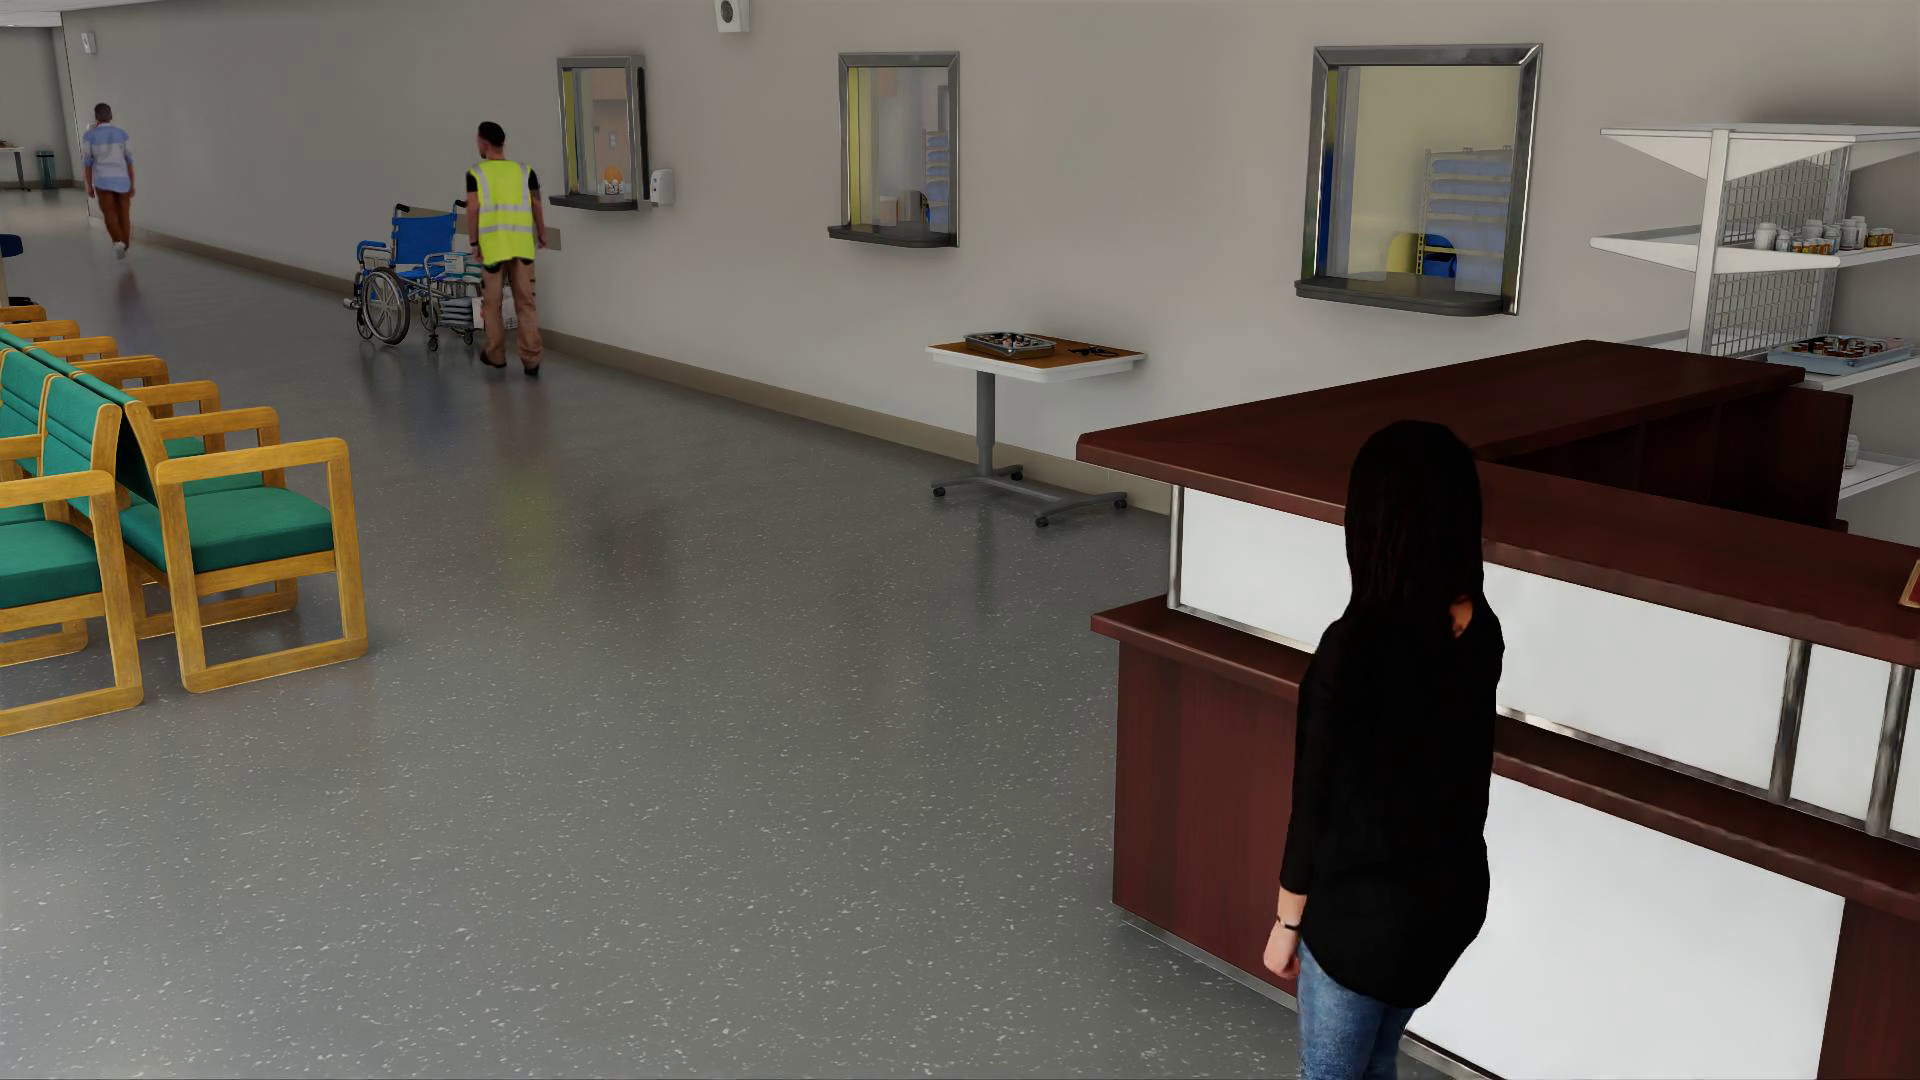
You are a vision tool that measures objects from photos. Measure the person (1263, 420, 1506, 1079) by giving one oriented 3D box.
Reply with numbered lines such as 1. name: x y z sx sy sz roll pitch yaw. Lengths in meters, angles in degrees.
1. person: 0.761 0.631 2.780 0.863 1.632 0.673 -10 19 -32

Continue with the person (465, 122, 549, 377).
1. person: -3.297 -2.100 12.110 0.923 1.825 0.950 -6 17 -20

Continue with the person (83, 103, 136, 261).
1. person: -9.974 -4.192 19.581 1.078 1.798 0.811 -11 19 -34
